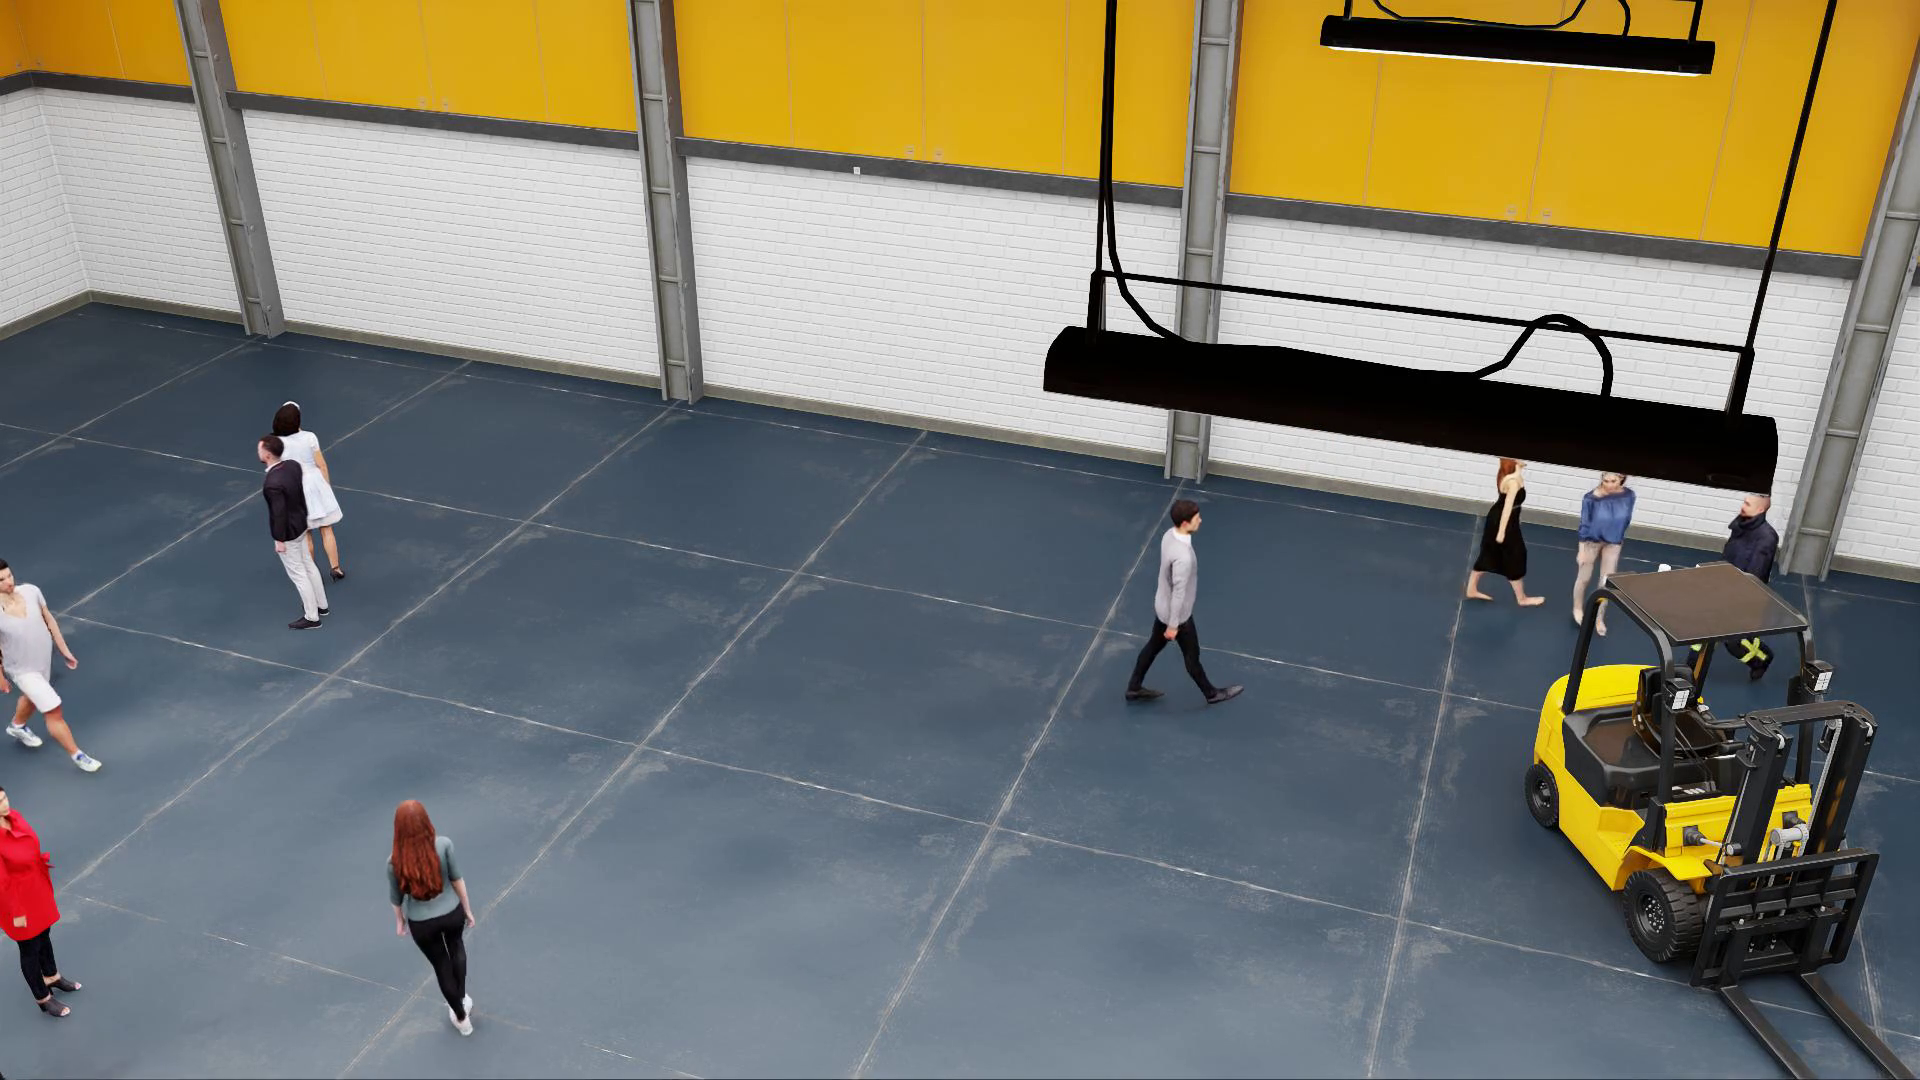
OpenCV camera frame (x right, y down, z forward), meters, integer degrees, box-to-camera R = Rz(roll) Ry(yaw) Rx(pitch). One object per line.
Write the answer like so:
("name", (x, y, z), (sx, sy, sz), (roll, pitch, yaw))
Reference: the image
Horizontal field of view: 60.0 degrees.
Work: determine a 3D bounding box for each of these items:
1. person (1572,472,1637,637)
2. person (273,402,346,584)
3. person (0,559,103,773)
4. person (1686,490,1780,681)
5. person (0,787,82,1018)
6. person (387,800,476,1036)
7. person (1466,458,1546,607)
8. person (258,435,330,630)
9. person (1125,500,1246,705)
("person", (5.628, 0.015, 14.635), (0.733, 1.670, 0.781), (-3, 29, -5))
("person", (-5.989, -0.420, 15.277), (0.826, 1.818, 0.901), (-5, 29, -9))
("person", (-7.236, 0.933, 12.812), (1.219, 1.804, 0.657), (10, 30, 17))
("person", (6.510, 0.398, 13.760), (1.152, 1.835, 1.029), (-4, 29, -7))
("person", (-5.897, 2.245, 10.464), (0.743, 1.748, 0.715), (-3, 29, -5))
("person", (-3.197, 2.389, 10.220), (0.723, 1.730, 0.778), (-14, 31, -23))
("person", (4.810, -0.142, 14.992), (0.941, 1.604, 0.675), (5, 29, 9))
("person", (-5.877, -0.079, 14.628), (0.627, 1.842, 0.713), (2, 29, 4))
("person", (1.641, 0.556, 13.434), (1.338, 1.870, 1.116), (-3, 29, -5))
